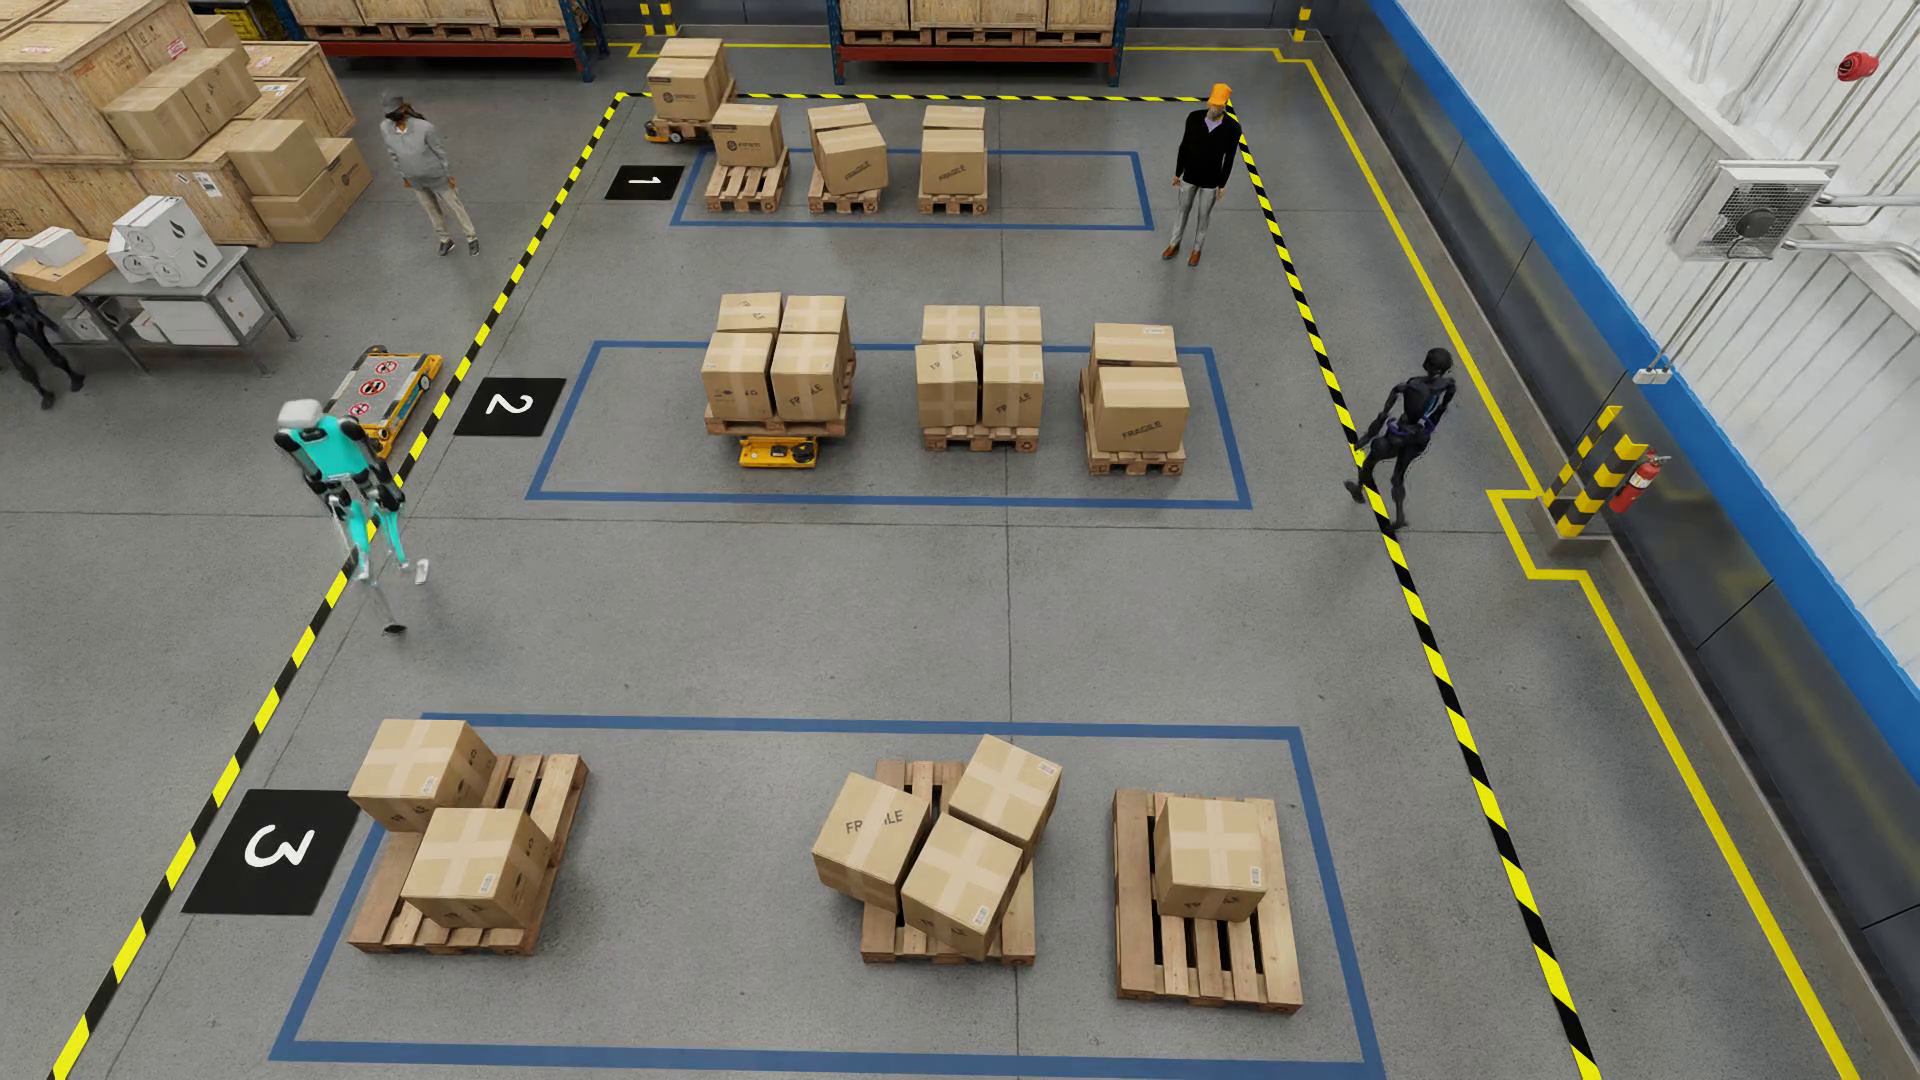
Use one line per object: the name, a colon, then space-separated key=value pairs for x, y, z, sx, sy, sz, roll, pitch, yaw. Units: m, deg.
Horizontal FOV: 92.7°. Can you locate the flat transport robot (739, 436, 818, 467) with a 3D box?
flat transport robot: x=-1.582 y=-1.235 z=8.394 sx=0.652 sy=0.197 sz=1.431 roll=1 pitch=50 yaw=1

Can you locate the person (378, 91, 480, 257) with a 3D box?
person: x=-5.583 y=-3.827 z=9.621 sx=0.573 sy=1.767 sz=0.395 roll=-2 pitch=50 yaw=-1

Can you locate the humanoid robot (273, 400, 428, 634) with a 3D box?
humanoid robot: x=-4.251 y=-0.063 z=6.488 sx=0.549 sy=1.807 sz=0.910 roll=-11 pitch=51 yaw=-9

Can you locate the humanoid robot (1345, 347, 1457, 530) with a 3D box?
humanoid robot: x=3.453 y=-0.765 z=7.111 sx=0.590 sy=1.633 sz=0.696 roll=-8 pitch=50 yaw=-7

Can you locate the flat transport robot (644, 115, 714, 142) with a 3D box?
flat transport robot: x=-3.336 y=-5.445 z=11.956 sx=1.431 sy=0.197 sz=0.652 roll=1 pitch=50 yaw=1

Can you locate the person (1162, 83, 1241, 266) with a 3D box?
person: x=2.498 y=-3.755 z=9.487 sx=0.587 sy=1.884 sz=0.361 roll=23 pitch=53 yaw=18

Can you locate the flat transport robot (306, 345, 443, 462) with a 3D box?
flat transport robot: x=-5.383 y=-1.269 z=8.441 sx=0.659 sy=0.231 sz=1.431 roll=1 pitch=50 yaw=1

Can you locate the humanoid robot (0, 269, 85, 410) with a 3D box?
humanoid robot: x=-8.409 y=-1.926 z=8.077 sx=0.593 sy=1.654 sz=0.478 roll=-19 pitch=52 yaw=-15
